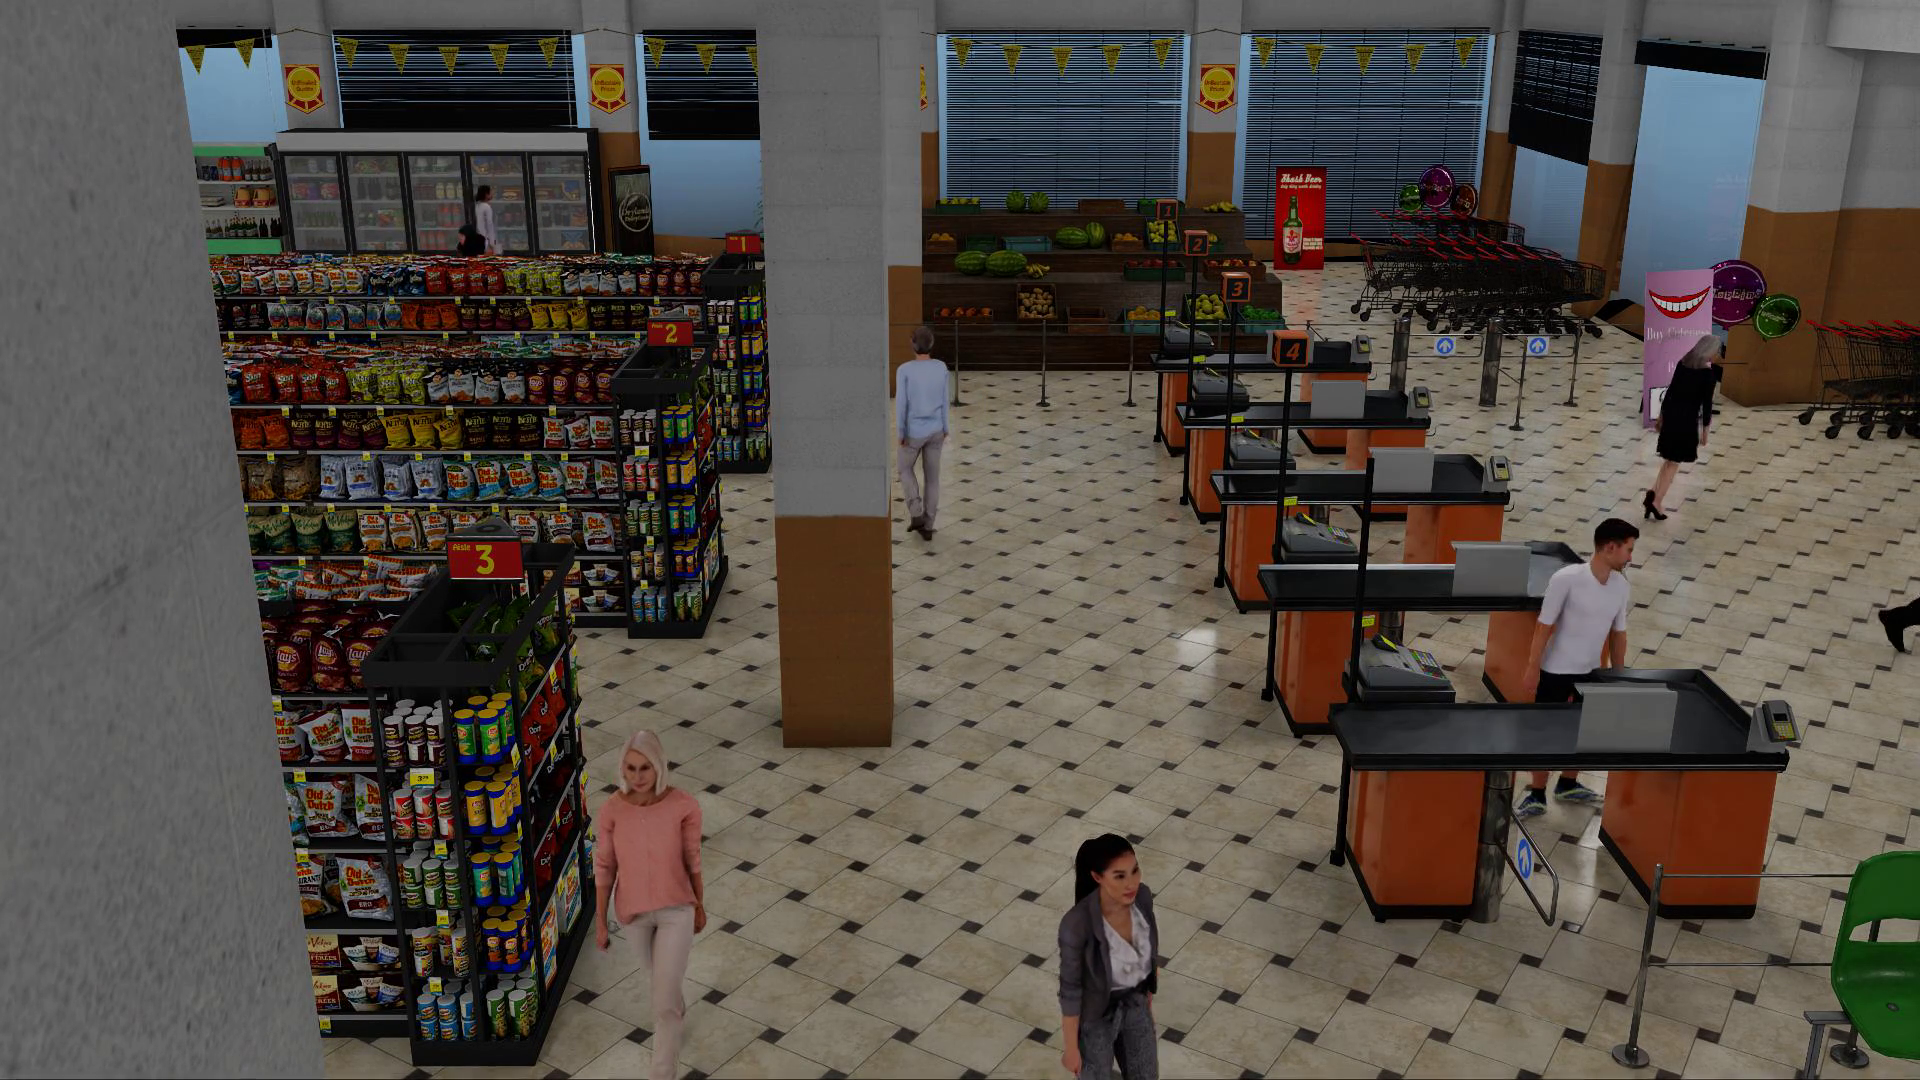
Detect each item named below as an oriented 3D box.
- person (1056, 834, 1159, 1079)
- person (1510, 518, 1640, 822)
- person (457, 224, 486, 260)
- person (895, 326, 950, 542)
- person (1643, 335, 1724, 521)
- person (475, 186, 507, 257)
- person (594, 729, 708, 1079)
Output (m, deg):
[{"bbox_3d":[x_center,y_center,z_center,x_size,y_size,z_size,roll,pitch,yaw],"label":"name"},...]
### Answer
[{"bbox_3d":[0.527,1.861,6.522,0.761,1.663,0.831,-13,23,-34],"label":"person"},{"bbox_3d":[3.461,0.750,9.569,0.553,1.822,0.925,1,19,4],"label":"person"},{"bbox_3d":[-6.321,-3.317,21.928,1.189,1.633,1.043,-12,22,-33],"label":"person"},{"bbox_3d":[-0.294,-0.890,14.346,0.720,1.878,0.808,-5,19,-15],"label":"person"},{"bbox_3d":[6.425,-0.989,14.895,0.810,1.714,0.749,-9,21,-26],"label":"person"},{"bbox_3d":[-7.269,-4.517,25.345,0.779,1.722,0.840,17,25,42],"label":"person"},{"bbox_3d":[-1.324,1.598,7.291,1.066,1.671,0.665,0,19,0],"label":"person"}]
